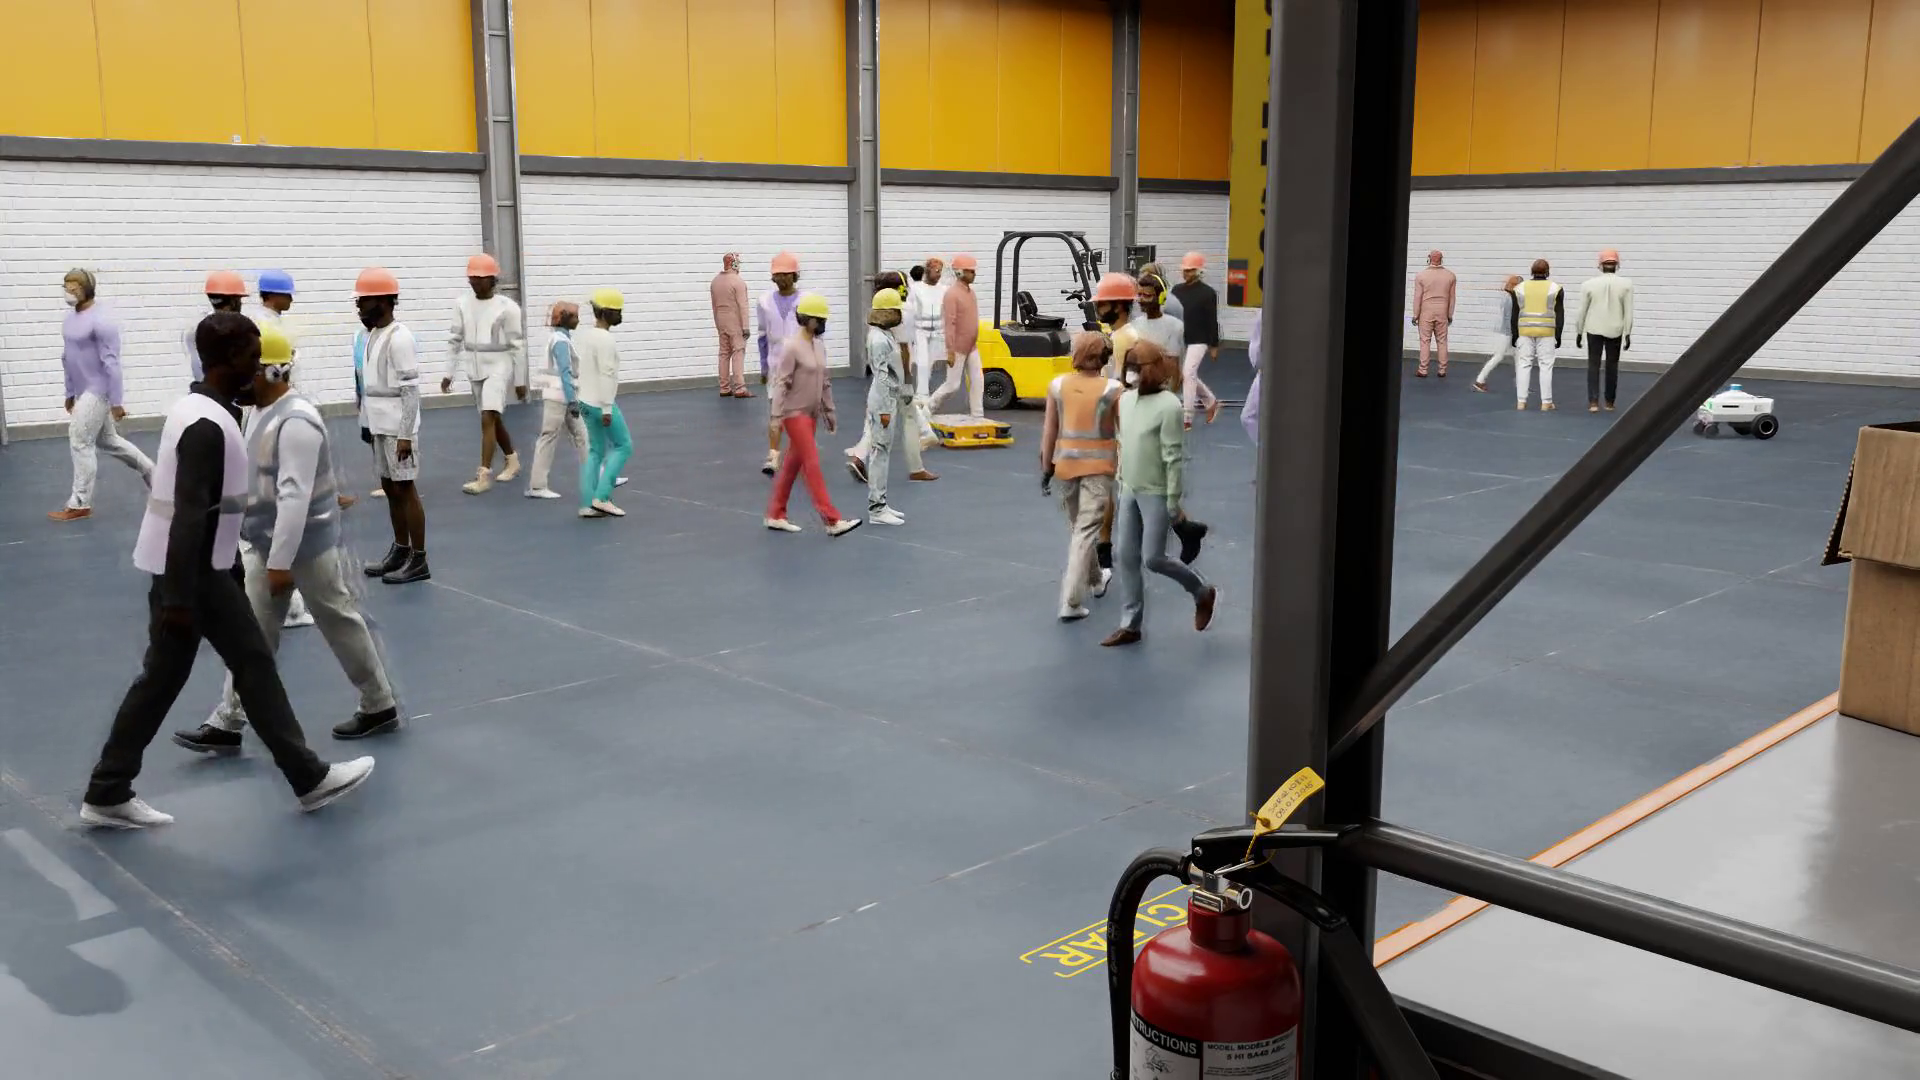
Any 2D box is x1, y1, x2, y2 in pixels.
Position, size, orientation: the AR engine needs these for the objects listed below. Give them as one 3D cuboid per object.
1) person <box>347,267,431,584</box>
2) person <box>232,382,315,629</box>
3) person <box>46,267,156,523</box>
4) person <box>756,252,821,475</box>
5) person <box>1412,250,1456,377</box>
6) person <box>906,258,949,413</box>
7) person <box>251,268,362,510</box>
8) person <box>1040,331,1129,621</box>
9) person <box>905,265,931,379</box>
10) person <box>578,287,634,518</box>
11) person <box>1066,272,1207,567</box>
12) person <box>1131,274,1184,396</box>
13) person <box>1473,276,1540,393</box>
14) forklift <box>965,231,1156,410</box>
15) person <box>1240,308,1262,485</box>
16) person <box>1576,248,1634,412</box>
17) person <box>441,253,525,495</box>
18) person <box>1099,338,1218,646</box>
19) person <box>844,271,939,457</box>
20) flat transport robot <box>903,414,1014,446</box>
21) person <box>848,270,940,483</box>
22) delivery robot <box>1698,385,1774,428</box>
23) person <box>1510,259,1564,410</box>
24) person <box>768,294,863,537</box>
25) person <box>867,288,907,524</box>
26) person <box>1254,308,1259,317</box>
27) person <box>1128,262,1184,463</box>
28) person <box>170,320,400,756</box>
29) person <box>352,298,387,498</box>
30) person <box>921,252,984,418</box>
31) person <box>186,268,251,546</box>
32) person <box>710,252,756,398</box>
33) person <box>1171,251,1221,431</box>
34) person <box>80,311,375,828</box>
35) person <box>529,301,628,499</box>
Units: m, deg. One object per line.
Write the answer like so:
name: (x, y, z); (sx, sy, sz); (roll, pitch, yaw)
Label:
person: (-3.518, -0.696, 10.221); (0.371, 1.935, 0.551); (-8, 13, -37)
person: (-3.761, -0.328, 9.024); (0.514, 1.641, 0.308); (4, 11, 21)
person: (-6.463, -1.112, 12.589); (0.644, 1.906, 0.934); (9, 14, 40)
person: (-1.540, -1.596, 15.018); (0.625, 1.984, 1.099); (2, 11, 9)
person: (7.109, -3.396, 25.030); (0.642, 1.909, 0.399); (-1, 10, -4)
person: (-0.342, -2.417, 19.838); (0.607, 1.848, 0.857); (-5, 12, -25)
person: (-5.103, -1.068, 12.388); (1.046, 1.887, 0.600); (-3, 11, -15)
person: (0.765, -0.379, 9.410); (0.544, 1.588, 0.851); (6, 12, 30)
person: (-0.637, -3.226, 24.700); (0.539, 1.694, 0.319); (4, 11, 22)
person: (-2.667, -1.020, 12.491); (0.427, 1.743, 0.554); (-6, 12, -29)
person: (1.125, -0.735, 10.538); (0.805, 1.910, 0.551); (0, 10, -2)
person: (1.391, -1.005, 12.141); (0.513, 1.856, 0.468); (9, 14, 41)
person: (7.418, -2.786, 22.550); (0.846, 1.596, 0.516); (5, 11, 24)
forklift: (1.222, -2.721, 20.561); (2.313, 2.155, 1.214); (2, 11, 13)
person: (2.648, -1.388, 14.136); (0.458, 1.878, 0.687); (4, 11, 21)
person: (7.815, -2.534, 20.158); (0.626, 1.991, 0.595); (4, 11, 21)
person: (-3.972, -1.414, 14.027); (0.625, 1.995, 1.064); (4, 11, 19)
person: (1.032, -0.243, 8.645); (0.568, 1.616, 0.506); (-6, 12, -30)
person: (-0.639, -1.715, 16.177); (0.957, 1.801, 0.634); (-2, 11, -11)
flat transport robot: (-0.029, -1.151, 17.251); (0.652, 0.197, 1.431); (-4, 11, -23)
person: (-0.578, -1.394, 14.284); (0.746, 1.855, 0.557); (-8, 13, -36)
delivery robot: (8.181, -1.398, 17.568); (0.707, 0.478, 0.477); (0, 10, -1)
person: (7.062, -2.506, 20.354); (0.623, 1.845, 0.430); (6, 12, 30)
person: (-1.030, -0.870, 11.768); (0.902, 1.710, 0.545); (5, 11, 24)
person: (-0.541, -0.993, 12.368); (0.307, 1.743, 0.494); (0, 10, -1)
person: (4.208, -2.967, 22.690); (0.409, 1.908, 0.639); (5, 12, 25)
person: (1.694, -1.582, 15.194); (1.025, 1.880, 0.657); (-7, 12, -32)
person: (-2.774, -0.001, 6.827); (0.917, 1.787, 0.616); (-9, 14, -40)
person: (-4.696, -1.193, 13.651); (0.563, 1.670, 0.513); (6, 12, 28)
person: (-0.040, -2.042, 17.511); (0.892, 1.965, 0.623); (6, 12, 29)
person: (-4.872, -0.826, 11.000); (0.545, 1.920, 0.583); (4, 11, 22)
person: (-2.982, -2.827, 21.925); (0.641, 1.909, 0.409); (9, 14, 40)
person: (2.626, -2.197, 18.347); (0.878, 1.965, 0.607); (-8, 13, -37)
person: (-2.711, 0.121, 5.991); (1.028, 1.862, 0.632); (-5, 12, -27)
person: (-3.132, -1.130, 13.508); (0.850, 1.589, 0.550); (-2, 11, -10)
